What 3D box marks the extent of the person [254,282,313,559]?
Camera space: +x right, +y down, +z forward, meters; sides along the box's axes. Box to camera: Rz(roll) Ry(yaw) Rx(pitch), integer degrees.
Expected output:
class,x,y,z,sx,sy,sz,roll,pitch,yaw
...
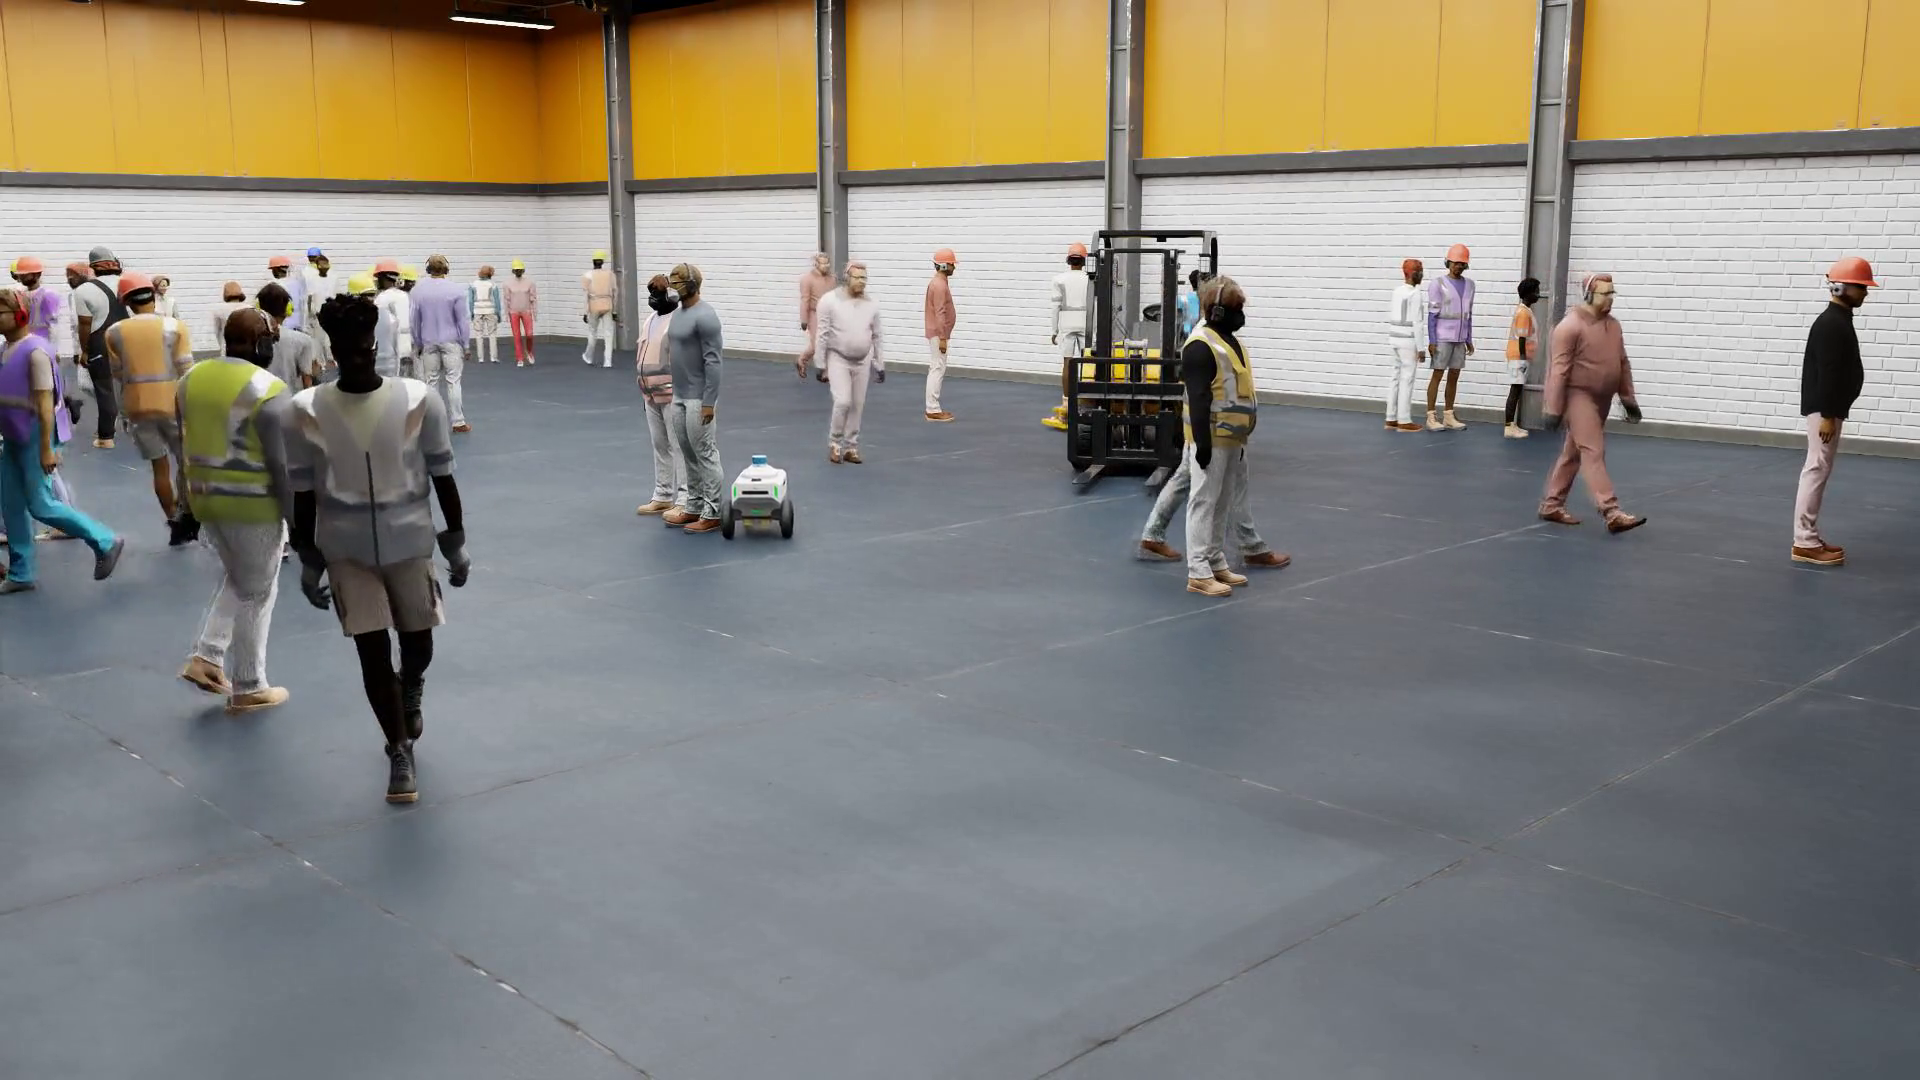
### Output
class,x,y,z,sx,sy,sz,roll,pitch,yaw
person,-4.589,-0.804,11.142,0.539,1.823,0.968,-4,11,-23

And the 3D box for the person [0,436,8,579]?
class,x,y,z,sx,sy,sz,roll,pitch,yaw
person,-6.061,-0.536,10.179,0.272,1.632,0.507,6,12,29

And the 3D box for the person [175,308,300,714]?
class,x,y,z,sx,sy,sz,roll,pitch,yaw
person,-3.180,-0.117,7.412,0.654,1.815,0.447,5,12,26

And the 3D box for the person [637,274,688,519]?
class,x,y,z,sx,sy,sz,roll,pitch,yaw
person,-2.216,-1.079,12.573,0.429,1.844,0.625,-10,14,-42

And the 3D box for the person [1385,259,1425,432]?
class,x,y,z,sx,sy,sz,roll,pitch,yaw
person,4.871,-2.113,18.119,0.346,1.878,0.582,-2,11,-10

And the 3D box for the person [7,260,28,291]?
class,x,y,z,sx,sy,sz,roll,pitch,yaw
person,-13.525,-3.146,24.043,0.300,1.772,0.524,3,11,14

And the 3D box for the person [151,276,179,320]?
class,x,y,z,sx,sy,sz,roll,pitch,yaw
person,-9.944,-2.464,20.704,0.321,1.634,0.527,6,12,28

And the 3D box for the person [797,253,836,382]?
class,x,y,z,sx,sy,sz,roll,pitch,yaw
person,-2.063,-3.229,24.180,0.550,1.885,0.641,9,13,39

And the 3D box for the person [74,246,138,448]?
class,x,y,z,sx,sy,sz,roll,pitch,yaw
person,-8.580,-1.952,16.789,0.537,2.000,0.679,9,14,40

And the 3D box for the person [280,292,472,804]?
class,x,y,z,sx,sy,sz,roll,pitch,yaw
person,-2.239,0.005,6.436,0.644,1.926,0.731,-3,11,-18

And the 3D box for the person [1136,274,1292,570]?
class,x,y,z,sx,sy,sz,roll,pitch,yaw
person,1.609,-0.756,10.696,1.011,1.893,0.647,2,11,11

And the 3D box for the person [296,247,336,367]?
class,x,y,z,sx,sy,sz,roll,pitch,yaw
person,-10.415,-3.769,26.975,0.603,1.938,0.401,-1,10,-8

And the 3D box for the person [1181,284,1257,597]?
class,x,y,z,sx,sy,sz,roll,pitch,yaw
person,1.557,-0.600,9.960,0.429,1.844,0.621,6,12,28

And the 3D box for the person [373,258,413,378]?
class,x,y,z,sx,sy,sz,roll,pitch,yaw
person,-5.752,-1.935,17.087,0.670,1.905,0.560,3,11,14

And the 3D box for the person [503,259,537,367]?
class,x,y,z,sx,sy,sz,roll,pitch,yaw
person,-7.135,-3.682,27.007,0.519,1.753,0.362,-3,11,-14

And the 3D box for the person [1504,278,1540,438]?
class,x,y,z,sx,sy,sz,roll,pitch,yaw
person,5.936,-1.921,17.585,0.321,1.691,0.532,4,11,19

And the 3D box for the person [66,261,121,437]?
class,x,y,z,sx,sy,sz,roll,pitch,yaw
person,-9.138,-2.026,17.679,0.614,1.864,0.556,3,11,16

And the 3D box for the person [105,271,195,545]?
class,x,y,z,sx,sy,sz,roll,pitch,yaw
person,-5.485,-0.881,11.365,0.592,1.894,0.518,-2,11,-13

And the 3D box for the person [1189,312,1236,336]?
class,x,y,z,sx,sy,sz,roll,pitch,yaw
person,2.679,-1.834,17.353,0.522,1.589,0.780,-7,13,-34

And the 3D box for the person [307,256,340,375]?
class,x,y,z,sx,sy,sz,roll,pitch,yaw
person,-9.752,-3.454,25.591,0.554,1.814,0.994,-6,12,-31

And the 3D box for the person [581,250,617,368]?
class,x,y,z,sx,sy,sz,roll,pitch,yaw
person,-5.880,-3.750,27.032,0.605,1.876,0.978,-5,12,-26

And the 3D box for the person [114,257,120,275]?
class,x,y,z,sx,sy,sz,roll,pitch,yaw
person,-9.741,-2.357,19.418,0.617,1.893,0.594,1,10,7

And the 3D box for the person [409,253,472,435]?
class,x,y,z,sx,sy,sz,roll,pitch,yaw
person,-5.542,-2.087,17.801,0.636,1.939,0.364,1,10,4

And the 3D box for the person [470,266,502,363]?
class,x,y,z,sx,sy,sz,roll,pitch,yaw
person,-7.948,-3.770,27.858,0.547,1.623,0.352,1,10,4

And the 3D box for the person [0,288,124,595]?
class,x,y,z,sx,sy,sz,roll,pitch,yaw
person,-5.513,-0.589,9.946,0.572,1.829,0.689,9,13,39

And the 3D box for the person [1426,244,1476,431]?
class,x,y,z,sx,sy,sz,roll,pitch,yaw
person,5.386,-2.205,18.178,0.609,2.036,0.402,-5,11,-25

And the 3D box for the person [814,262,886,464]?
class,x,y,z,sx,sy,sz,roll,pitch,yaw
person,-0.999,-1.636,15.505,0.672,1.880,0.535,-6,12,-29

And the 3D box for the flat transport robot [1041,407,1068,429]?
class,x,y,z,sx,sy,sz,roll,pitch,yaw
flat transport robot,1.689,-1.376,18.476,1.431,0.197,0.652,-4,11,-22

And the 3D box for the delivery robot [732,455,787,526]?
class,x,y,z,sx,sy,sz,roll,pitch,yaw
delivery robot,-1.435,-0.363,11.924,0.477,0.478,0.707,0,10,-2

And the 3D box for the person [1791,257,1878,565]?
class,x,y,z,sx,sy,sz,roll,pitch,yaw
person,5.705,-0.844,10.876,0.393,1.990,0.616,6,12,30

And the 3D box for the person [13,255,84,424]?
class,x,y,z,sx,sy,sz,roll,pitch,yaw
person,-9.834,-2.096,17.888,0.563,1.917,0.696,6,12,29

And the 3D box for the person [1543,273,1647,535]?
class,x,y,z,sx,sy,sz,roll,pitch,yaw
person,4.614,-0.978,11.980,0.645,1.860,0.977,-8,13,-37

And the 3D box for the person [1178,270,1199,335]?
class,x,y,z,sx,sy,sz,roll,pitch,yaw
person,3.009,-2.588,21.195,0.532,1.697,0.320,0,10,0

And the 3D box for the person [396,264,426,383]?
class,x,y,z,sx,sy,sz,roll,pitch,yaw
person,-6.236,-2.169,18.610,0.524,1.810,0.596,7,12,32

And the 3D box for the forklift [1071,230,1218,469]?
class,x,y,z,sx,sy,sz,roll,pitch,yaw
forklift,1.804,-1.825,15.677,1.214,2.155,2.313,2,11,13

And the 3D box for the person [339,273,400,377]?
class,x,y,z,sx,sy,sz,roll,pitch,yaw
person,-5.136,-1.376,14.288,0.849,1.799,0.624,9,13,39

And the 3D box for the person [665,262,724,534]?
class,x,y,z,sx,sy,sz,roll,pitch,yaw
person,-1.914,-1.015,11.958,0.353,1.937,0.635,-7,12,-33

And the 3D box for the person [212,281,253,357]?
class,x,y,z,sx,sy,sz,roll,pitch,yaw
person,-8.663,-2.297,19.931,0.489,1.580,0.858,-3,11,-16

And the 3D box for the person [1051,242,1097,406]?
class,x,y,z,sx,sy,sz,roll,pitch,yaw
person,1.404,-2.554,20.063,0.605,2.045,0.386,1,10,6

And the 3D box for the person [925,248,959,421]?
class,x,y,z,sx,sy,sz,roll,pitch,yaw
person,-0.204,-2.359,19.158,0.404,1.988,0.617,-1,10,-4

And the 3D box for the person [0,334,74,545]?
class,x,y,z,sx,sy,sz,roll,pitch,yaw
person,-6.551,-0.822,11.460,0.747,1.742,0.540,-4,11,-20

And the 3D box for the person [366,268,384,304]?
class,x,y,z,sx,sy,sz,roll,pitch,yaw
person,-7.568,-2.671,21.639,0.493,1.703,0.876,-3,11,-14

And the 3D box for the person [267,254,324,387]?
class,x,y,z,sx,sy,sz,roll,pitch,yaw
person,-9.005,-2.893,22.394,0.994,1.897,0.558,2,11,12
